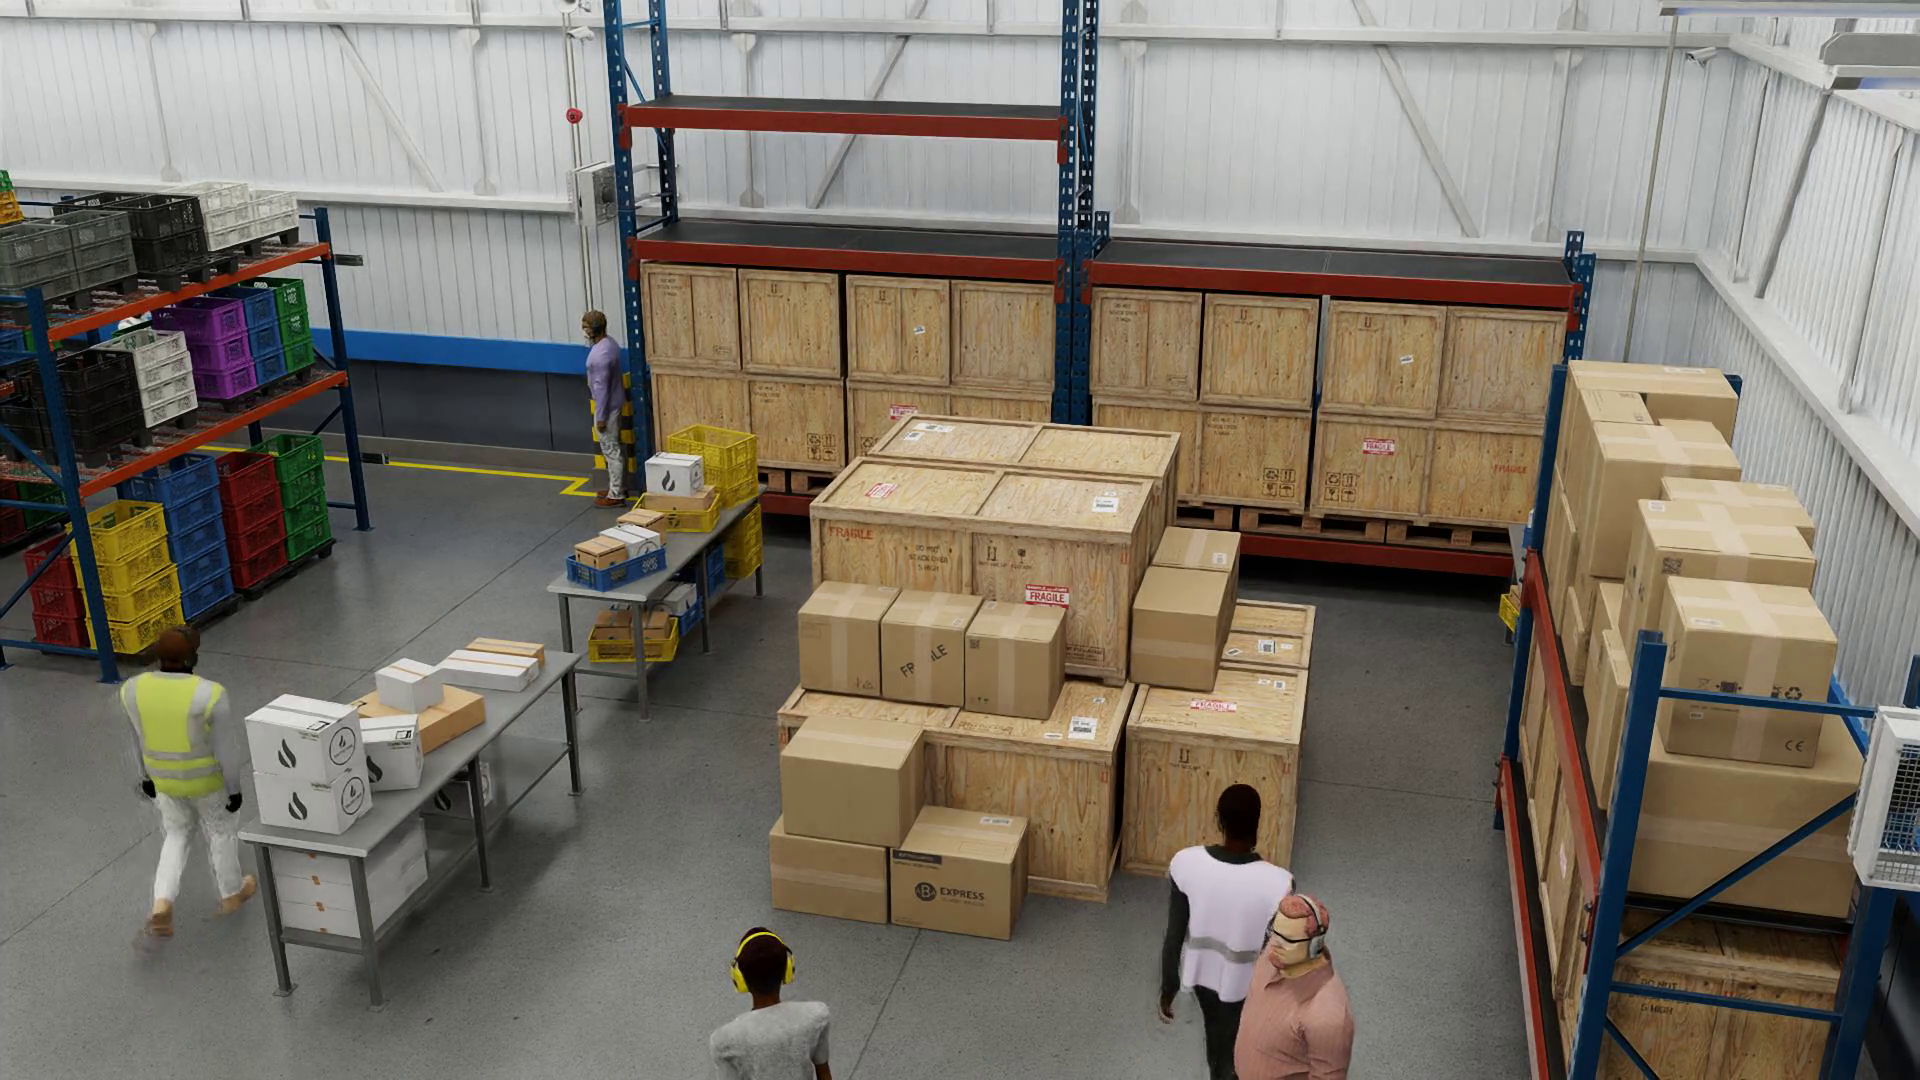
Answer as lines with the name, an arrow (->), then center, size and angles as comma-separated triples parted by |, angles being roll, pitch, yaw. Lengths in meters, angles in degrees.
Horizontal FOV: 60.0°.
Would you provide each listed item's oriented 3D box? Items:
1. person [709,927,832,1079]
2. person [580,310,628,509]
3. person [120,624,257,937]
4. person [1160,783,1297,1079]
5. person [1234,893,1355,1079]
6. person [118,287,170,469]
person -> -0.742, 2.367, 6.602 | 0.519, 1.865, 0.328 | -10, 23, -25
person -> -3.426, -1.262, 16.014 | 0.431, 1.931, 0.625 | -1, 21, -2
person -> -4.327, 1.357, 9.306 | 0.643, 1.817, 0.696 | 2, 21, 6
person -> 1.186, 2.008, 7.523 | 0.599, 1.875, 0.901 | 13, 24, 30
person -> 1.305, 2.274, 6.775 | 0.410, 1.913, 0.651 | -4, 21, -11
person -> -8.423, -1.685, 17.178 | 0.358, 1.881, 0.574 | -3, 21, -9
